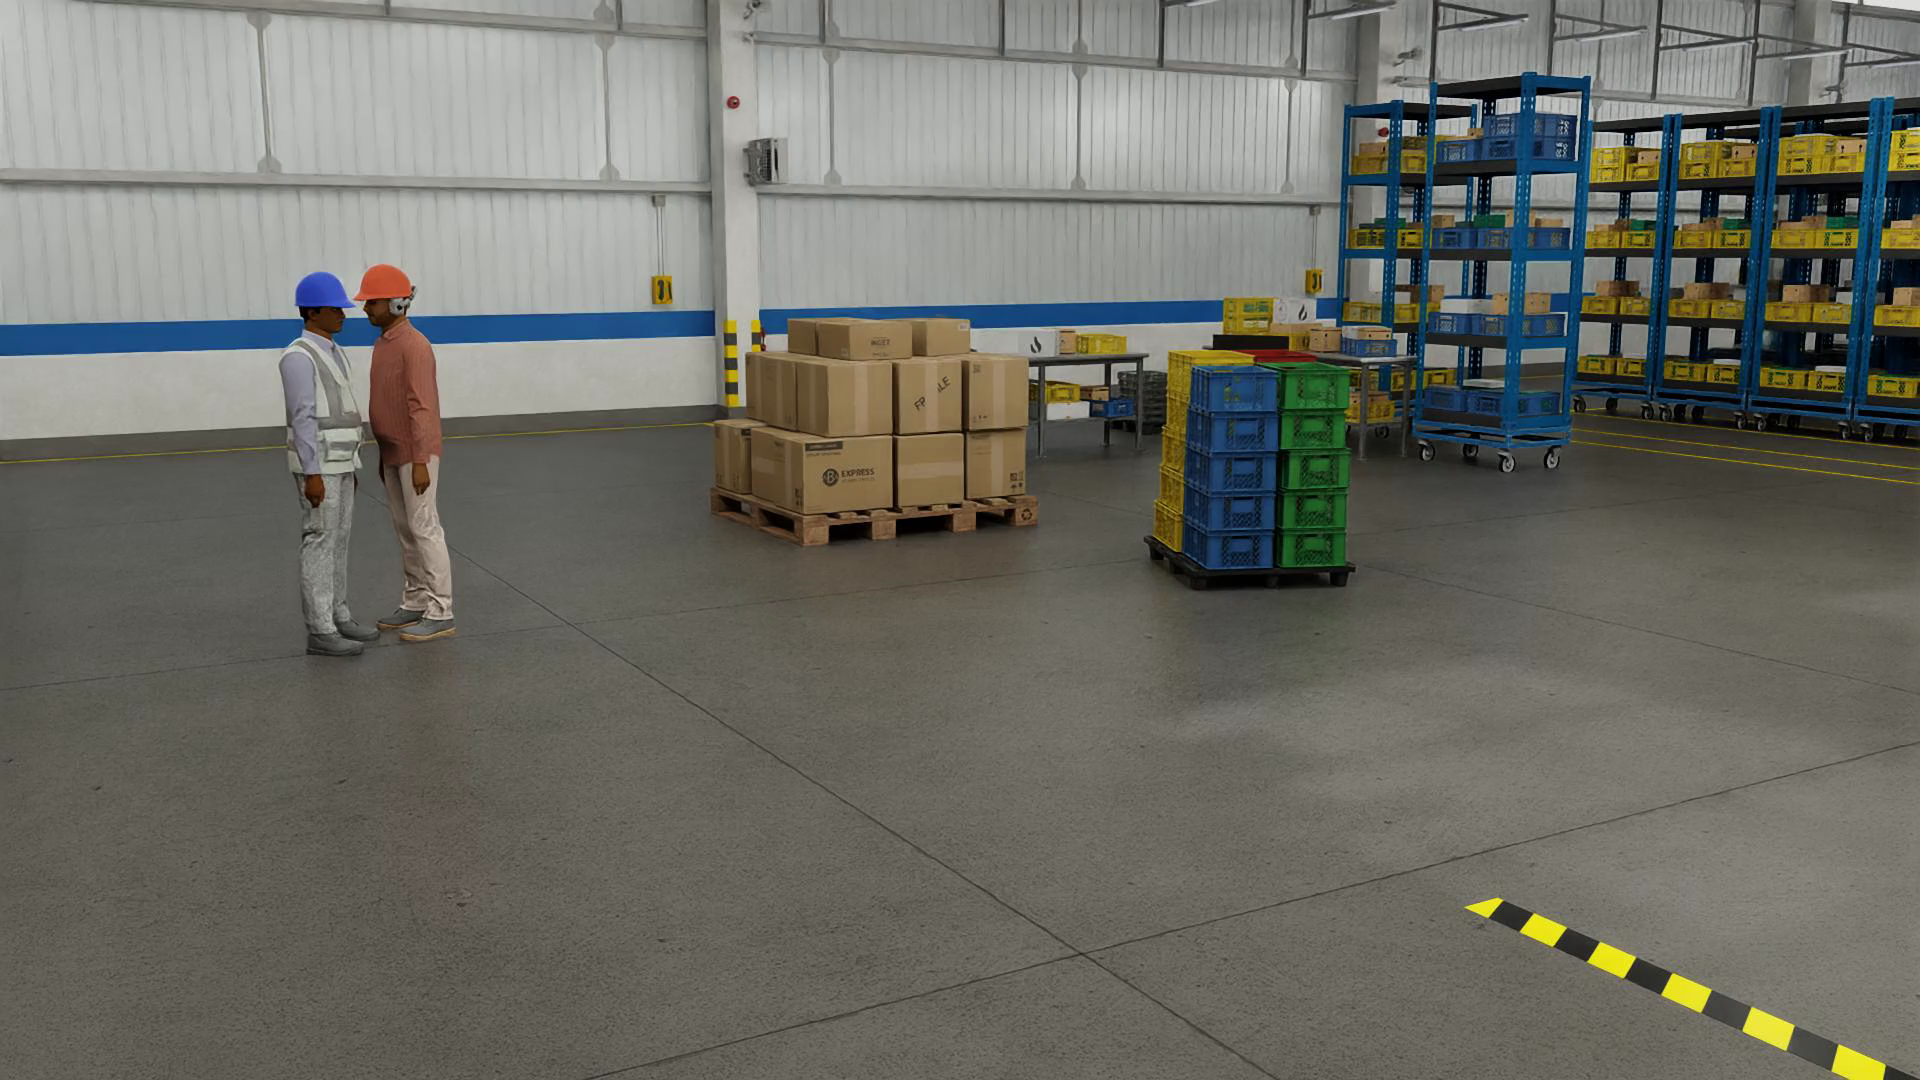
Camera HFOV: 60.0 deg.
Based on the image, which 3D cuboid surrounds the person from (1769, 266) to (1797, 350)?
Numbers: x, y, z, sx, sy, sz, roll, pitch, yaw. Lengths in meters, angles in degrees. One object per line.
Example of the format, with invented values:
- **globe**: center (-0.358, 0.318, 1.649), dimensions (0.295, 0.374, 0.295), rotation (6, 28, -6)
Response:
- **person**: center (12.866, -3.400, 25.970), dimensions (0.888, 1.811, 0.568), rotation (-5, 11, -24)

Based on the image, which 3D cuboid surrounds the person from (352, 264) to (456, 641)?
- **person**: center (-2.966, -0.460, 8.832), dimensions (0.414, 1.985, 0.610), rotation (-8, 13, -38)

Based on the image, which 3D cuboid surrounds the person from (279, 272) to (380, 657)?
- **person**: center (-3.233, -0.387, 8.502), dimensions (0.390, 1.946, 0.614), rotation (-1, 10, -4)
